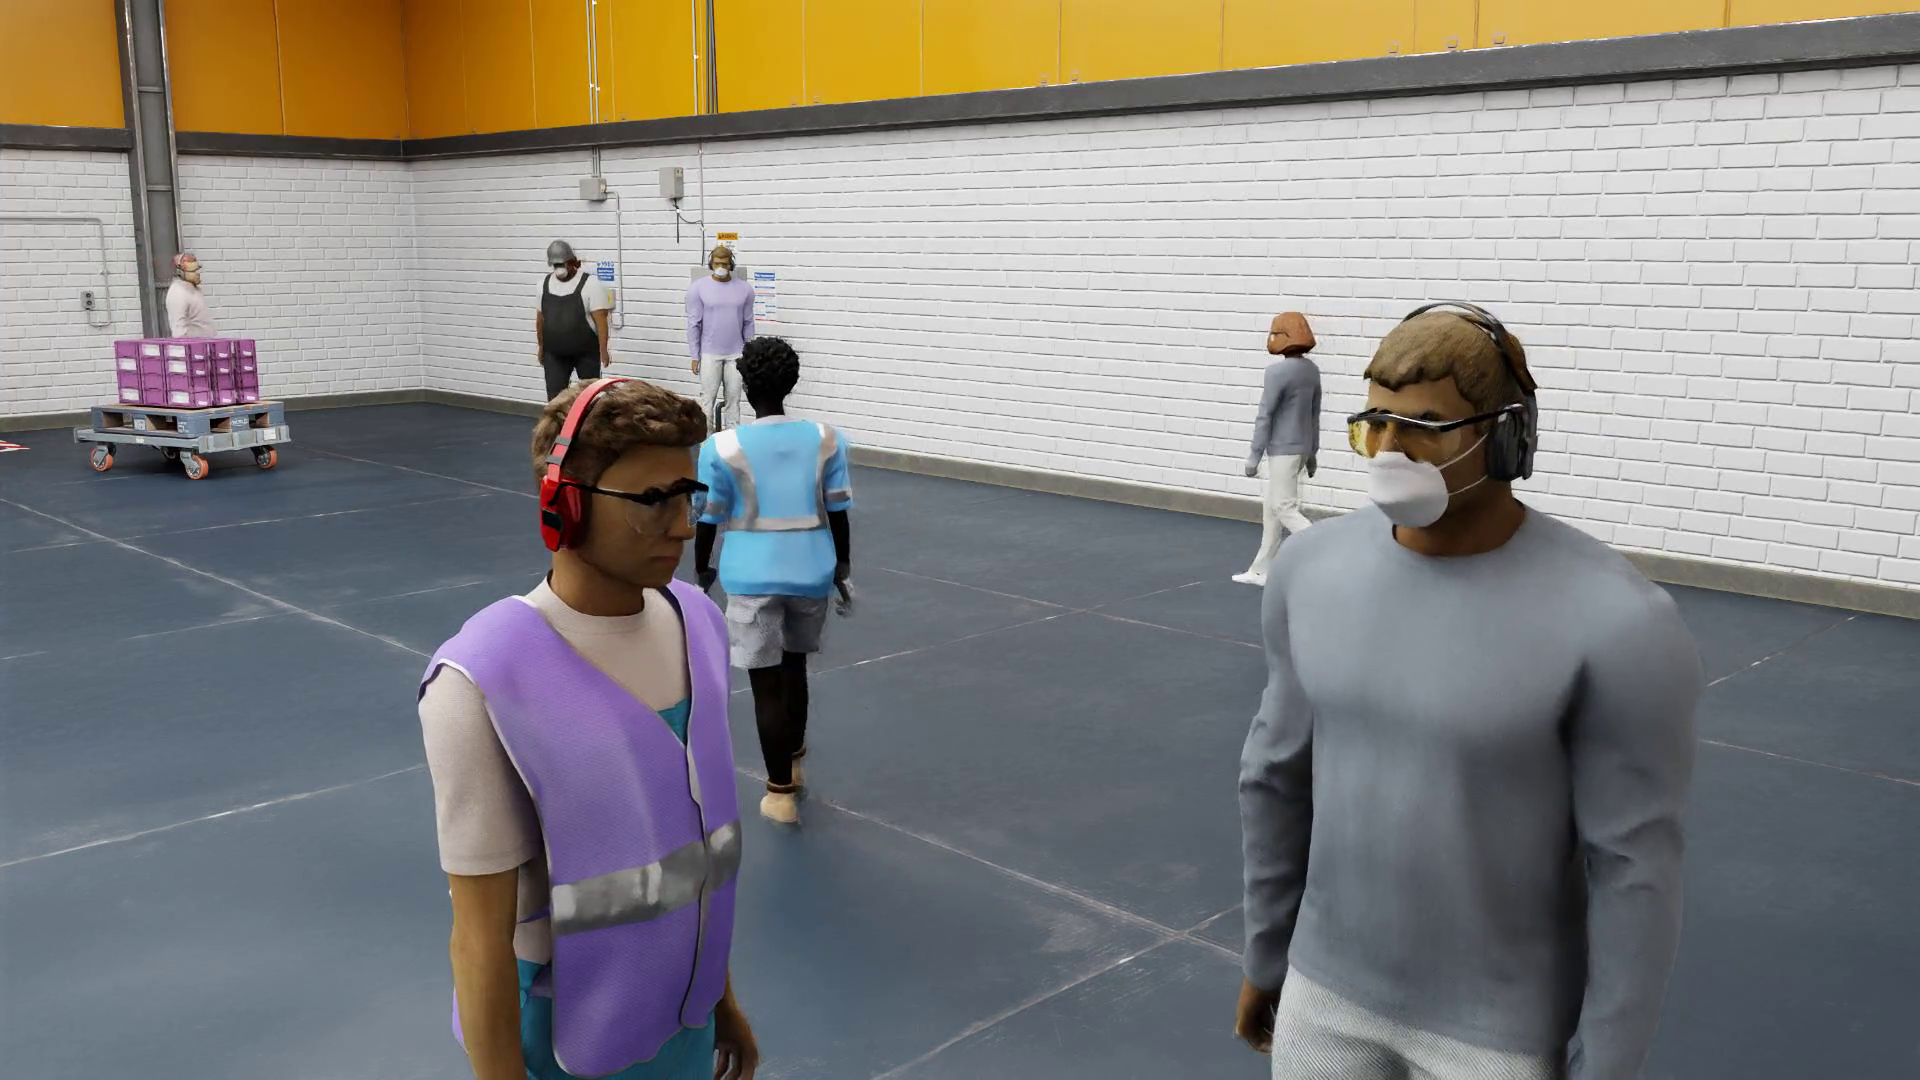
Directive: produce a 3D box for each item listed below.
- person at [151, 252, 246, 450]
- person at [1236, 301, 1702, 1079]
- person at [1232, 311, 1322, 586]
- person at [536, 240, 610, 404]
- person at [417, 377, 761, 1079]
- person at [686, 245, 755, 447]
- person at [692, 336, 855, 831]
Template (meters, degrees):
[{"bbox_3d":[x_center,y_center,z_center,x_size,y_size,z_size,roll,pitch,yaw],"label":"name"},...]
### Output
[{"bbox_3d":[-7.215,-1.737,15.486,0.868,1.871,0.693,-4,11,-21],"label":"person"},{"bbox_3d":[0.648,0.645,2.306,0.355,1.936,0.635,-10,14,-43],"label":"person"},{"bbox_3d":[1.890,-0.479,9.356,0.776,1.607,0.507,9,13,39],"label":"person"},{"bbox_3d":[-3.657,-1.844,15.599,0.773,2.000,1.014,2,11,10],"label":"person"},{"bbox_3d":[-0.485,0.695,2.298,0.390,1.841,0.566,4,11,21],"label":"person"},{"bbox_3d":[-2.104,-1.637,14.765,0.629,1.934,0.377,-5,12,-26],"label":"person"},{"bbox_3d":[-0.681,0.130,5.801,0.558,1.671,0.656,-5,12,-26],"label":"person"}]
